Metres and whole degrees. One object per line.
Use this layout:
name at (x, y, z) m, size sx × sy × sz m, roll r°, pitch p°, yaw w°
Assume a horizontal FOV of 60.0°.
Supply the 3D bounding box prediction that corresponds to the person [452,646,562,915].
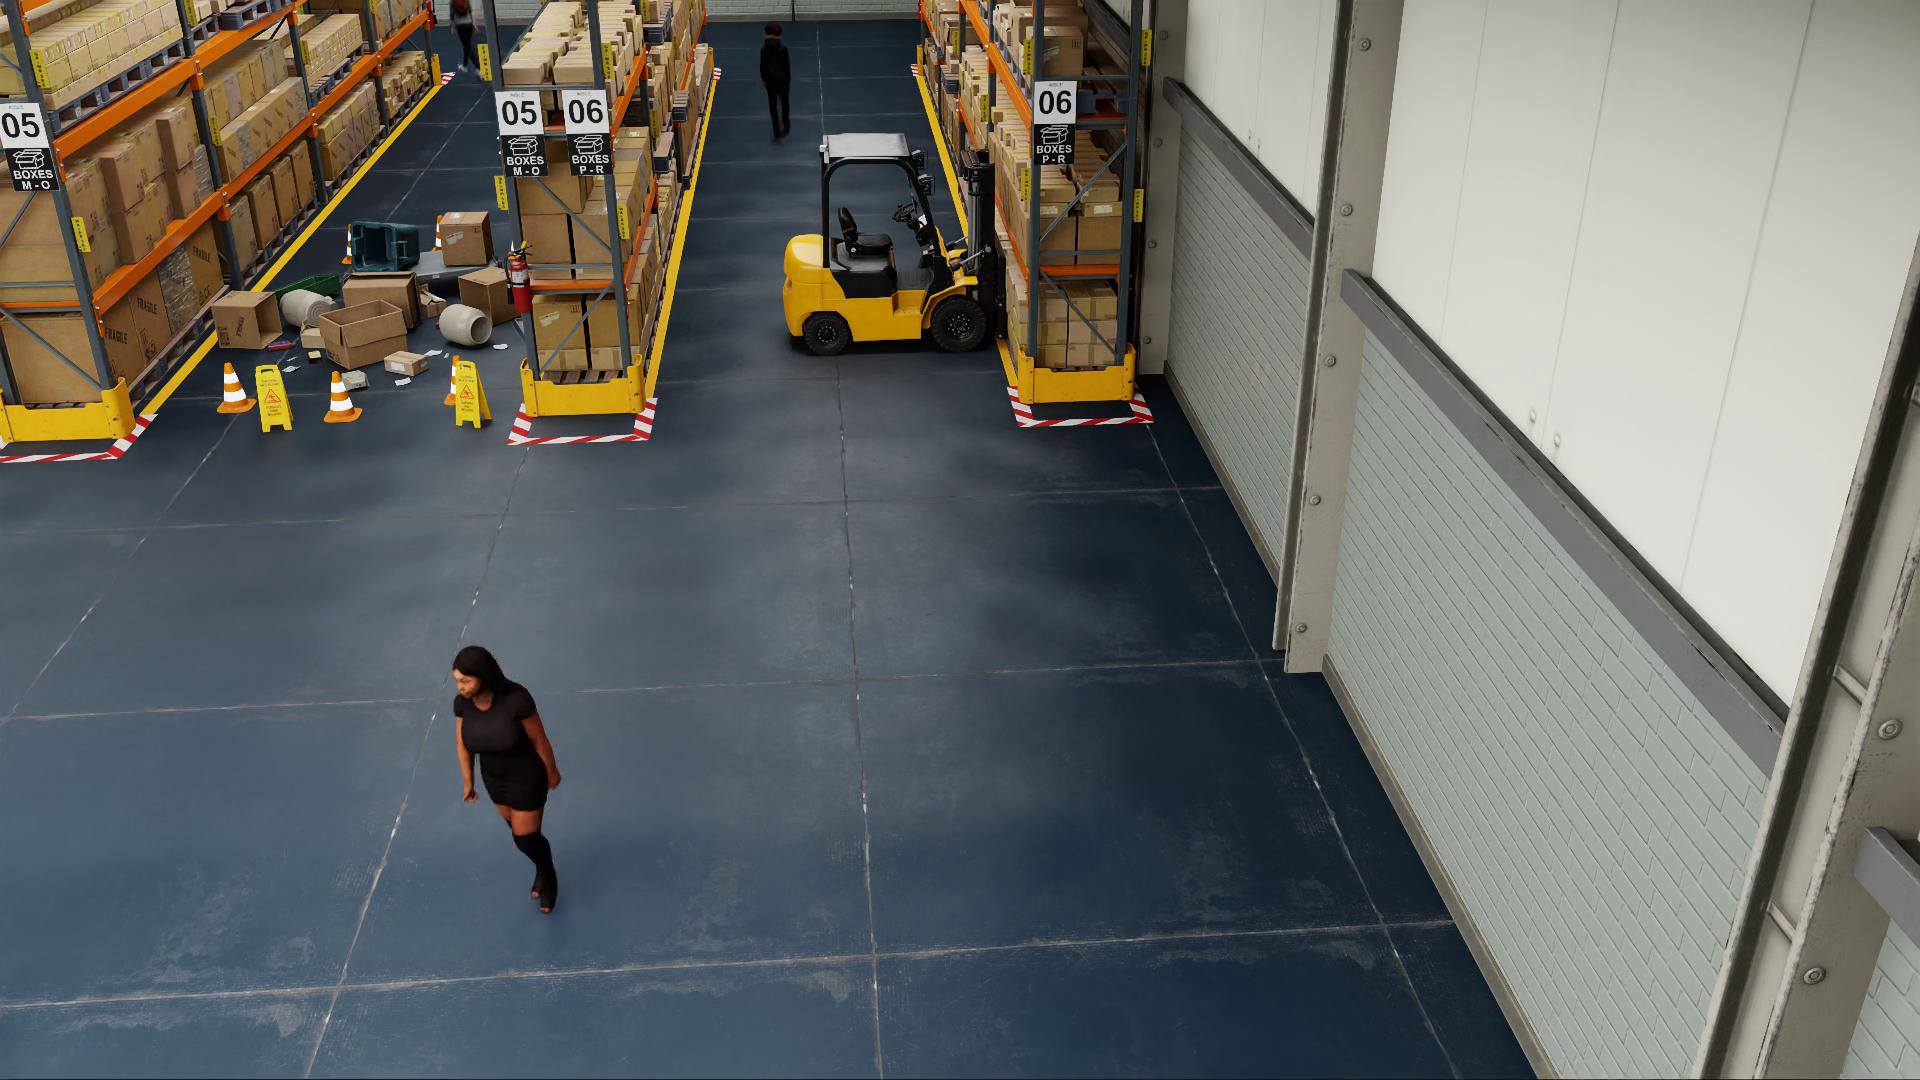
person at (-2.533, 1.340, 9.599) m, size 0.800 × 1.819 × 0.856 m, roll 7°, pitch 28°, yaw 14°

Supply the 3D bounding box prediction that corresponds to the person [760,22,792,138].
person at (-2.916, -7.283, 26.419) m, size 0.674 × 1.753 × 0.892 m, roll 0°, pitch 27°, yaw -1°

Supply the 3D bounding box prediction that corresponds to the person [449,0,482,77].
person at (-9.035, -9.297, 30.393) m, size 1.082 × 1.694 × 1.206 m, roll -22°, pitch 34°, yaw -36°
